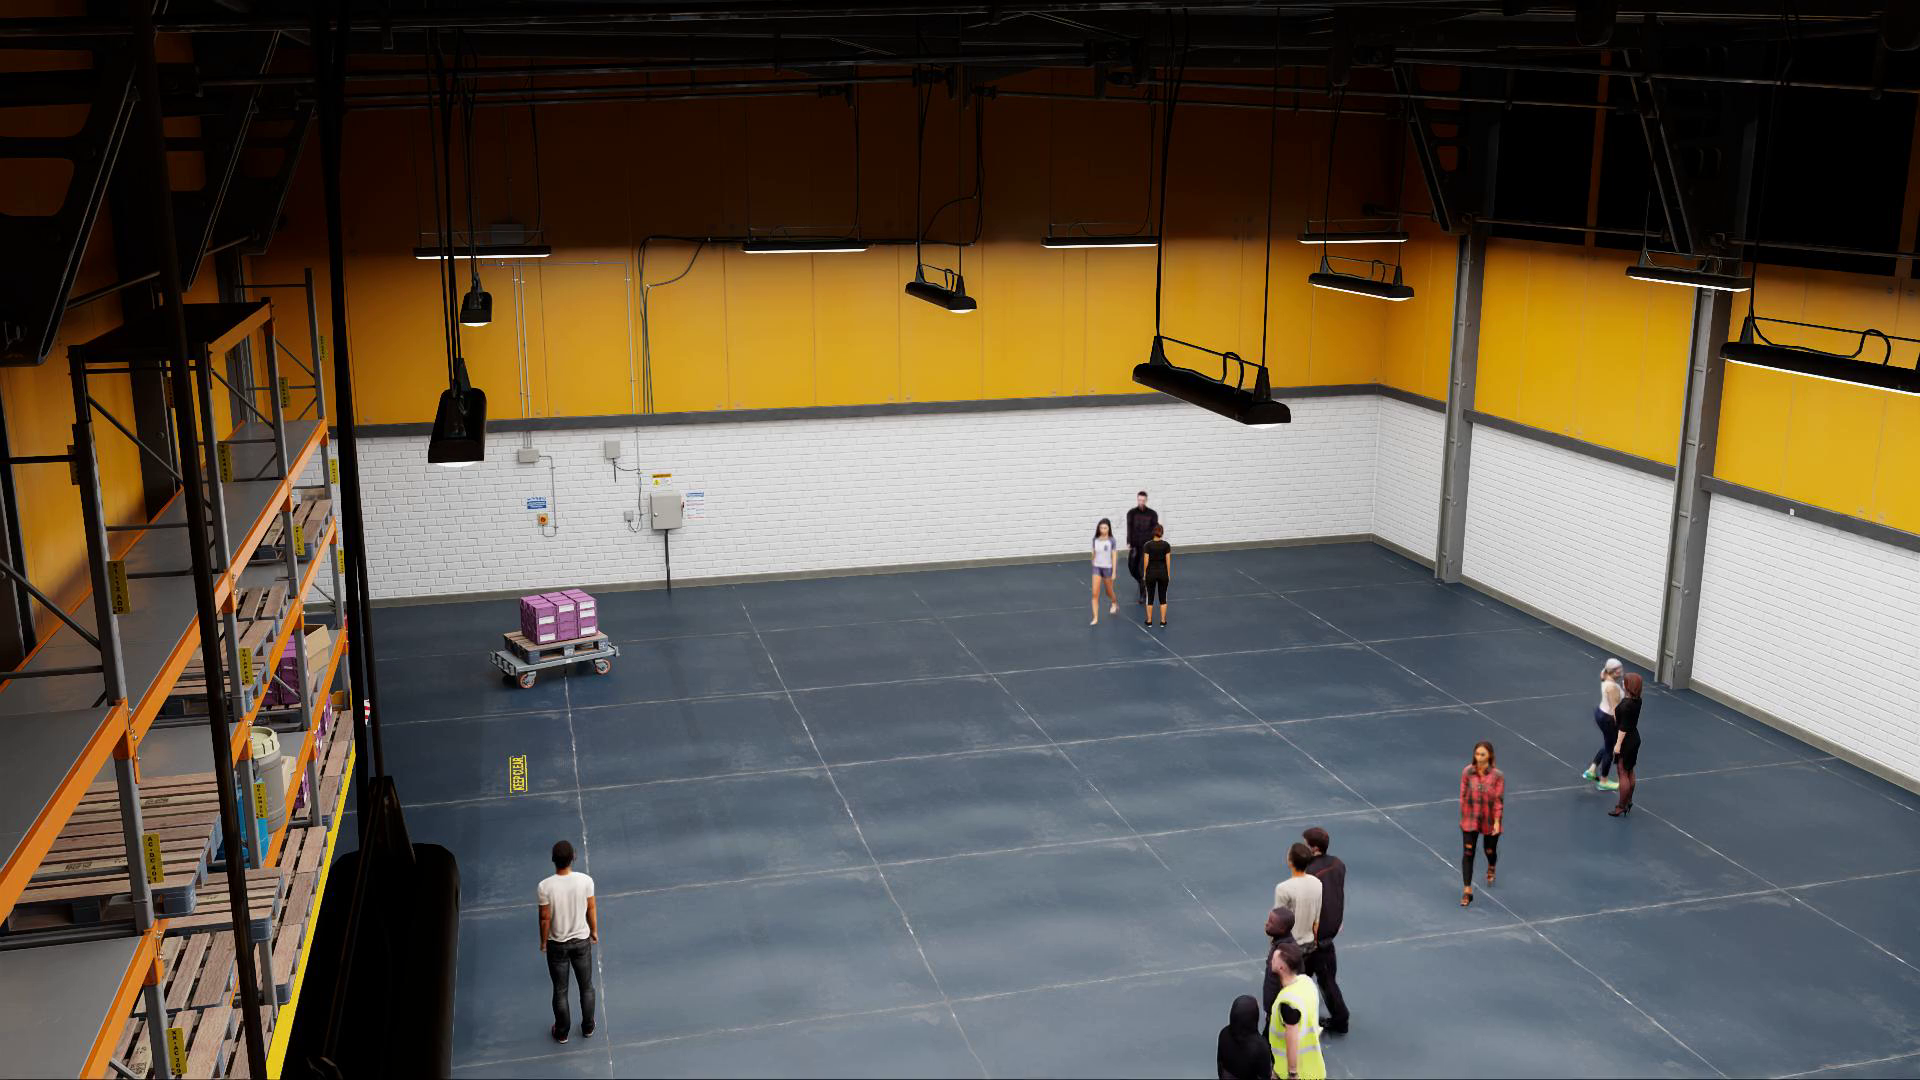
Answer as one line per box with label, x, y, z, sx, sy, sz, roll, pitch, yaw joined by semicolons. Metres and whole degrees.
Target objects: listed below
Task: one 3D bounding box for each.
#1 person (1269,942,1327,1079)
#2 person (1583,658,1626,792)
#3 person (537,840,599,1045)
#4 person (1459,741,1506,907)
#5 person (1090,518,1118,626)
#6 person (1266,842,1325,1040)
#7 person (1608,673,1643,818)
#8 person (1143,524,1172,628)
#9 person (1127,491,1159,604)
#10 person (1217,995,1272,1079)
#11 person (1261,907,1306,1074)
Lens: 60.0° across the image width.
person;2.576;3.910;12.337;1.292;1.787;1.213;7;15;25
person;7.604;2.193;19.659;0.814;1.678;0.714;-1;14;-4
person;-3.364;3.430;14.284;0.673;1.804;0.577;-6;15;-23
person;5.344;2.847;16.956;1.030;1.679;1.103;8;16;28
person;2.338;0.487;26.659;1.008;1.699;1.125;6;15;25
person;2.888;3.469;14.153;0.821;1.789;1.105;-7;15;-28
person;7.637;2.331;19.028;0.670;1.706;0.657;12;18;40
person;3.130;0.553;26.456;0.641;1.667;0.619;0;14;1
person;3.053;0.100;27.868;1.048;1.882;1.211;3;14;14
person;2.065;4.051;12.120;0.760;1.615;0.672;-13;19;-43
person;2.590;3.735;12.979;0.890;1.824;0.749;2;14;7
